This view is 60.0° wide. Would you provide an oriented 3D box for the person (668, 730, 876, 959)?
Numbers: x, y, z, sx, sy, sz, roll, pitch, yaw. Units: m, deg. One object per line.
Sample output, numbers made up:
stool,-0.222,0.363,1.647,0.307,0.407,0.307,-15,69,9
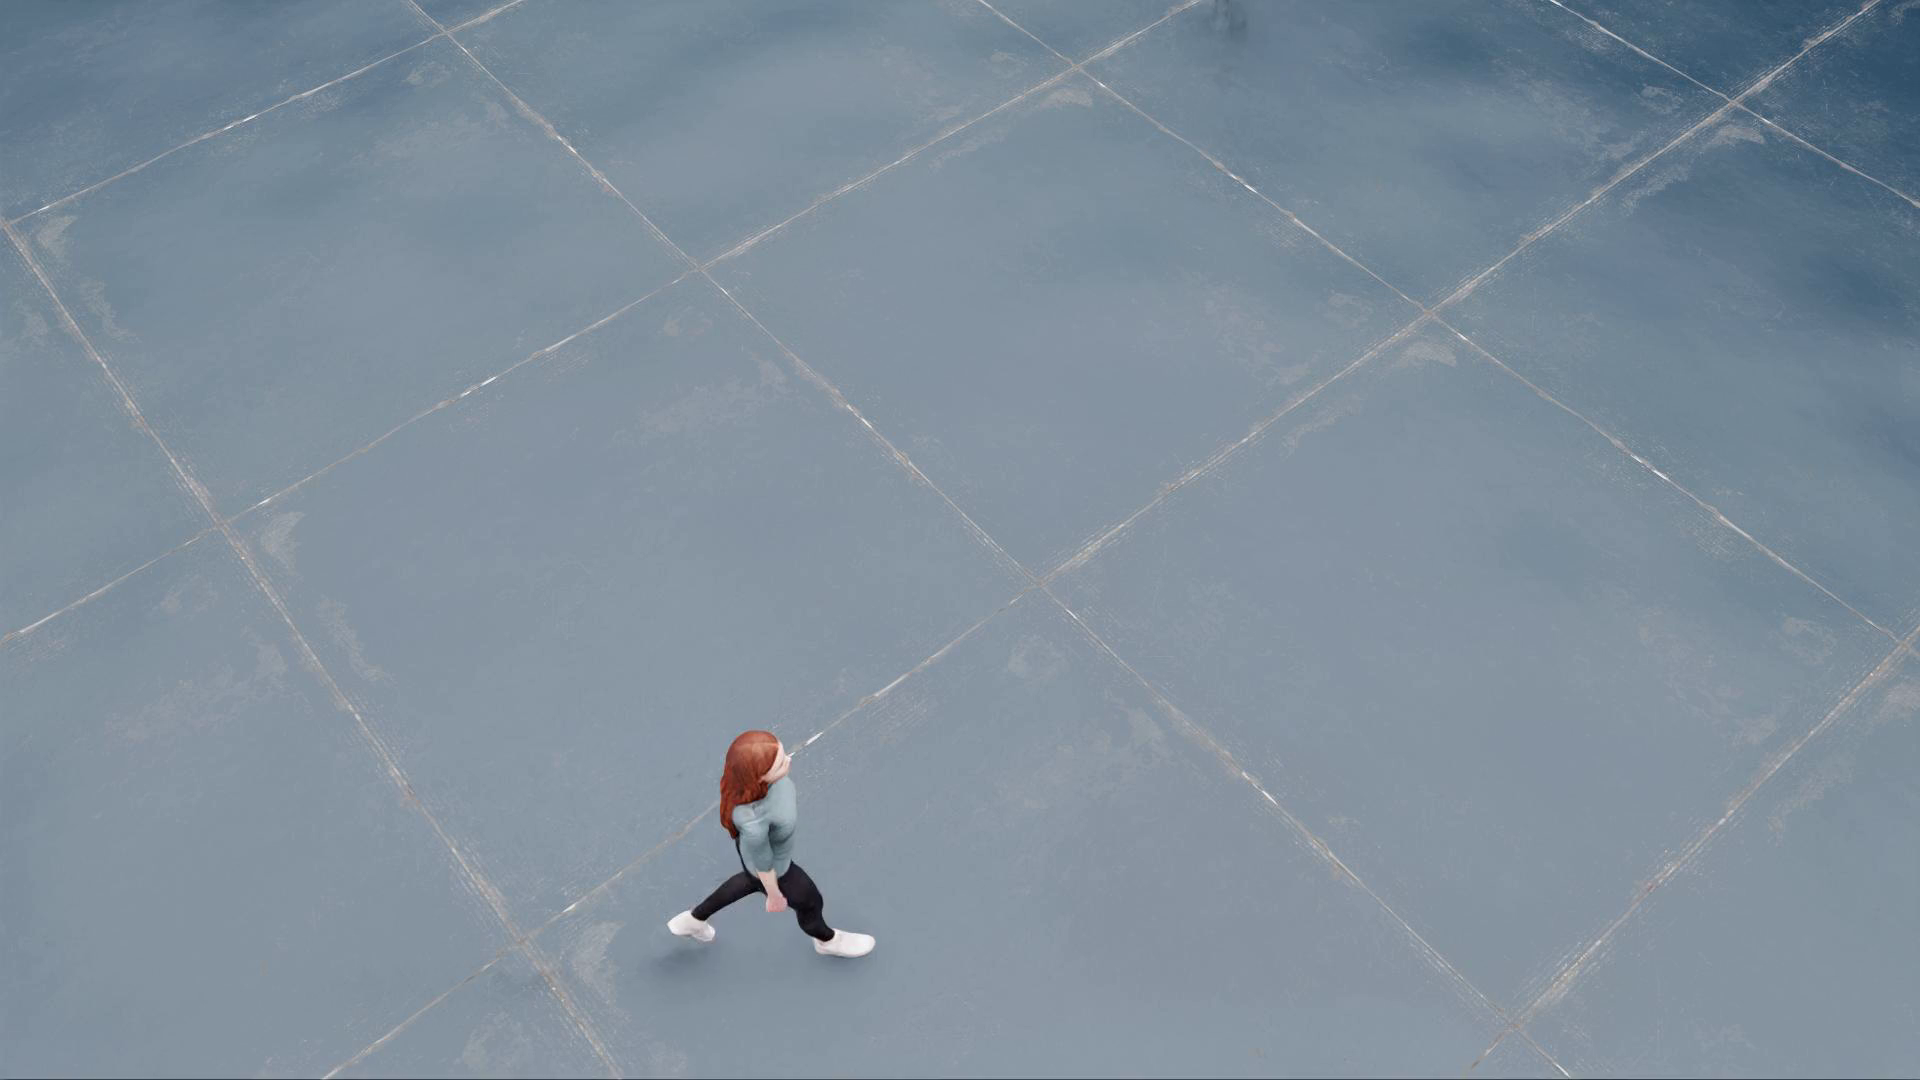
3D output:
person,-0.804,1.236,6.497,1.147,1.721,0.971,-5,52,-4
